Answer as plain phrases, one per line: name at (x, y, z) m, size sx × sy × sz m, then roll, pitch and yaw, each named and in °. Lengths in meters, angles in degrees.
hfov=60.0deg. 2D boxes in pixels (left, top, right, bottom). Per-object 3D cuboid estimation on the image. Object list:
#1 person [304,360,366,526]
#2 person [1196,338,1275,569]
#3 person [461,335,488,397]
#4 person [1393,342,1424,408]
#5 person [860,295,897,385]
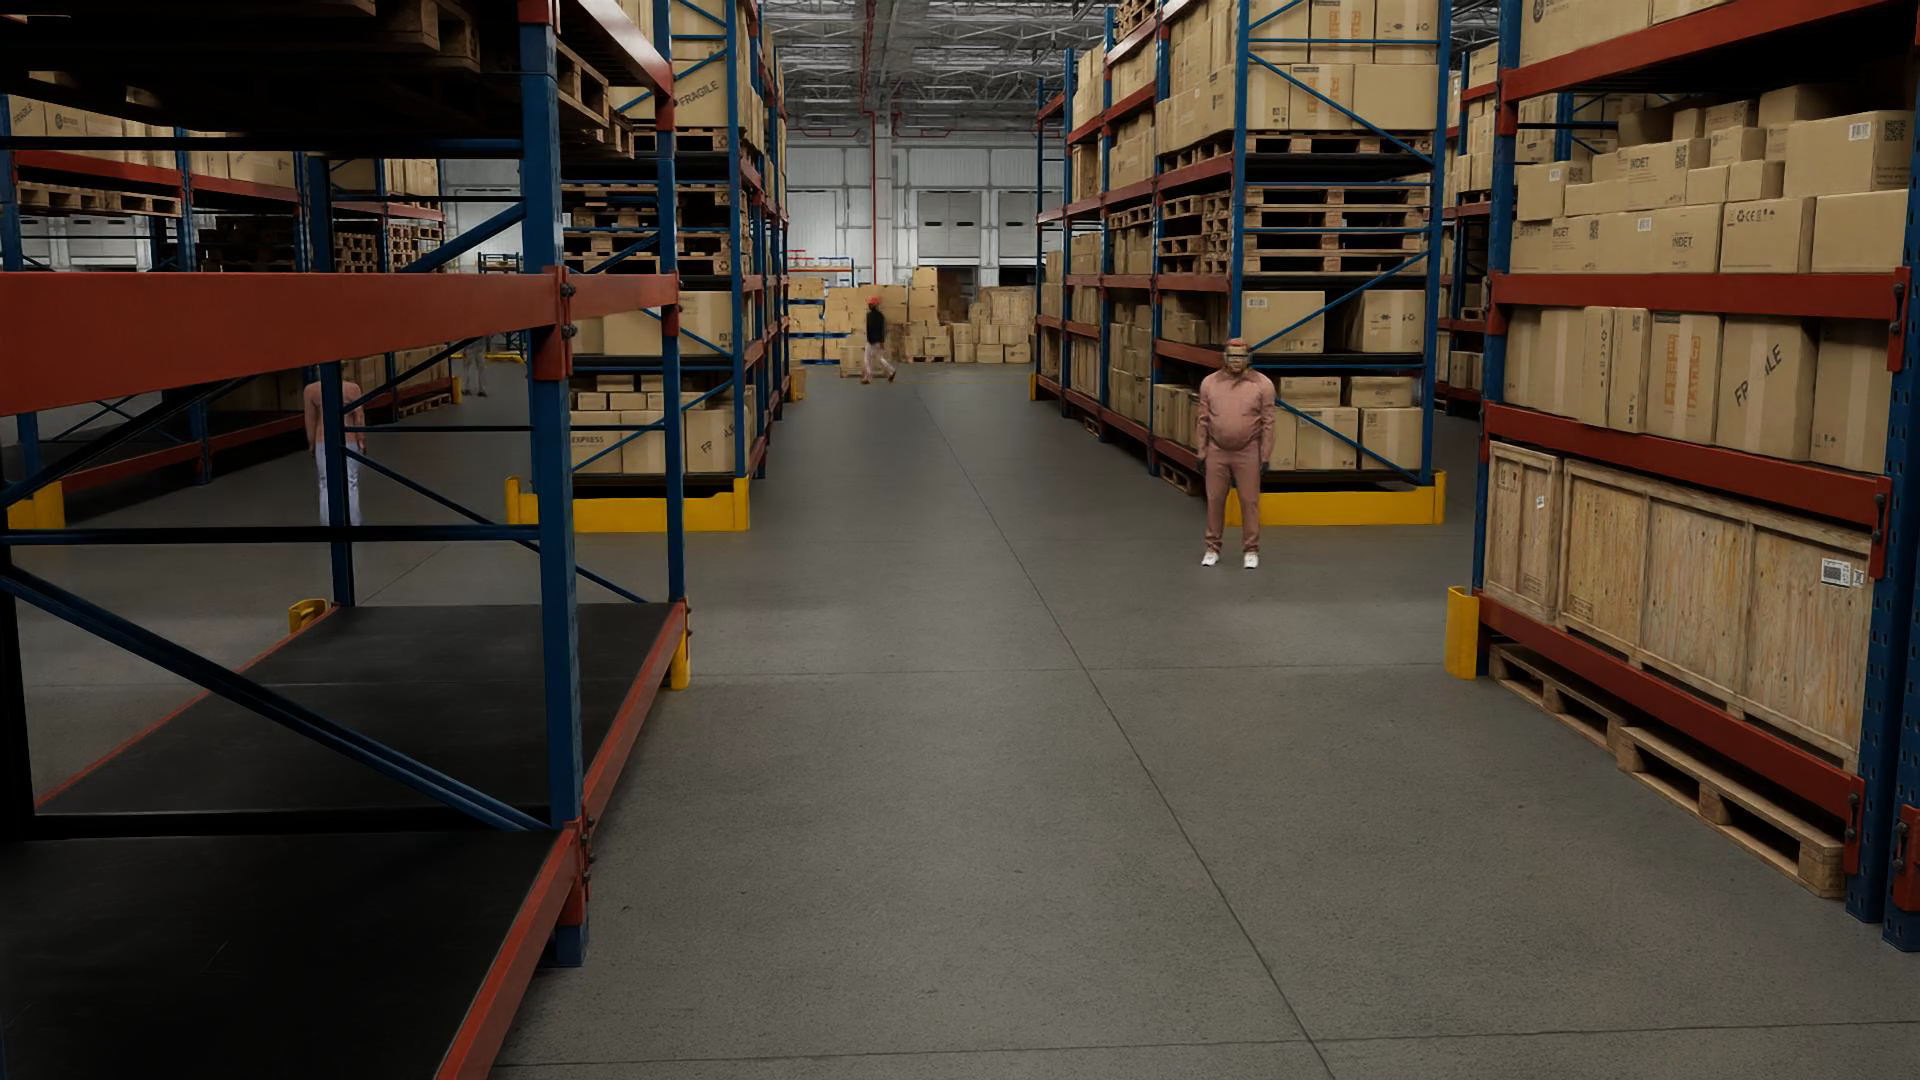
person at (-5.668, -0.878, 15.132) m, size 0.527 × 1.768 × 0.314 m, roll -1°, pitch 9°, yaw -7°
person at (2.246, -0.709, 13.680) m, size 0.640 × 1.899 × 0.396 m, roll 3°, pitch 10°, yaw 20°
person at (-9.698, -3.801, 33.059) m, size 0.652 × 1.904 × 0.873 m, roll -8°, pitch 12°, yaw -41°
person at (6.650, -2.391, 24.480) m, size 0.639 × 1.822 × 0.661 m, roll -2°, pitch 9°, yaw -14°
person at (-1.818, -4.405, 36.649) m, size 0.822 × 1.972 × 0.622 m, roll -7°, pitch 12°, yaw -39°
